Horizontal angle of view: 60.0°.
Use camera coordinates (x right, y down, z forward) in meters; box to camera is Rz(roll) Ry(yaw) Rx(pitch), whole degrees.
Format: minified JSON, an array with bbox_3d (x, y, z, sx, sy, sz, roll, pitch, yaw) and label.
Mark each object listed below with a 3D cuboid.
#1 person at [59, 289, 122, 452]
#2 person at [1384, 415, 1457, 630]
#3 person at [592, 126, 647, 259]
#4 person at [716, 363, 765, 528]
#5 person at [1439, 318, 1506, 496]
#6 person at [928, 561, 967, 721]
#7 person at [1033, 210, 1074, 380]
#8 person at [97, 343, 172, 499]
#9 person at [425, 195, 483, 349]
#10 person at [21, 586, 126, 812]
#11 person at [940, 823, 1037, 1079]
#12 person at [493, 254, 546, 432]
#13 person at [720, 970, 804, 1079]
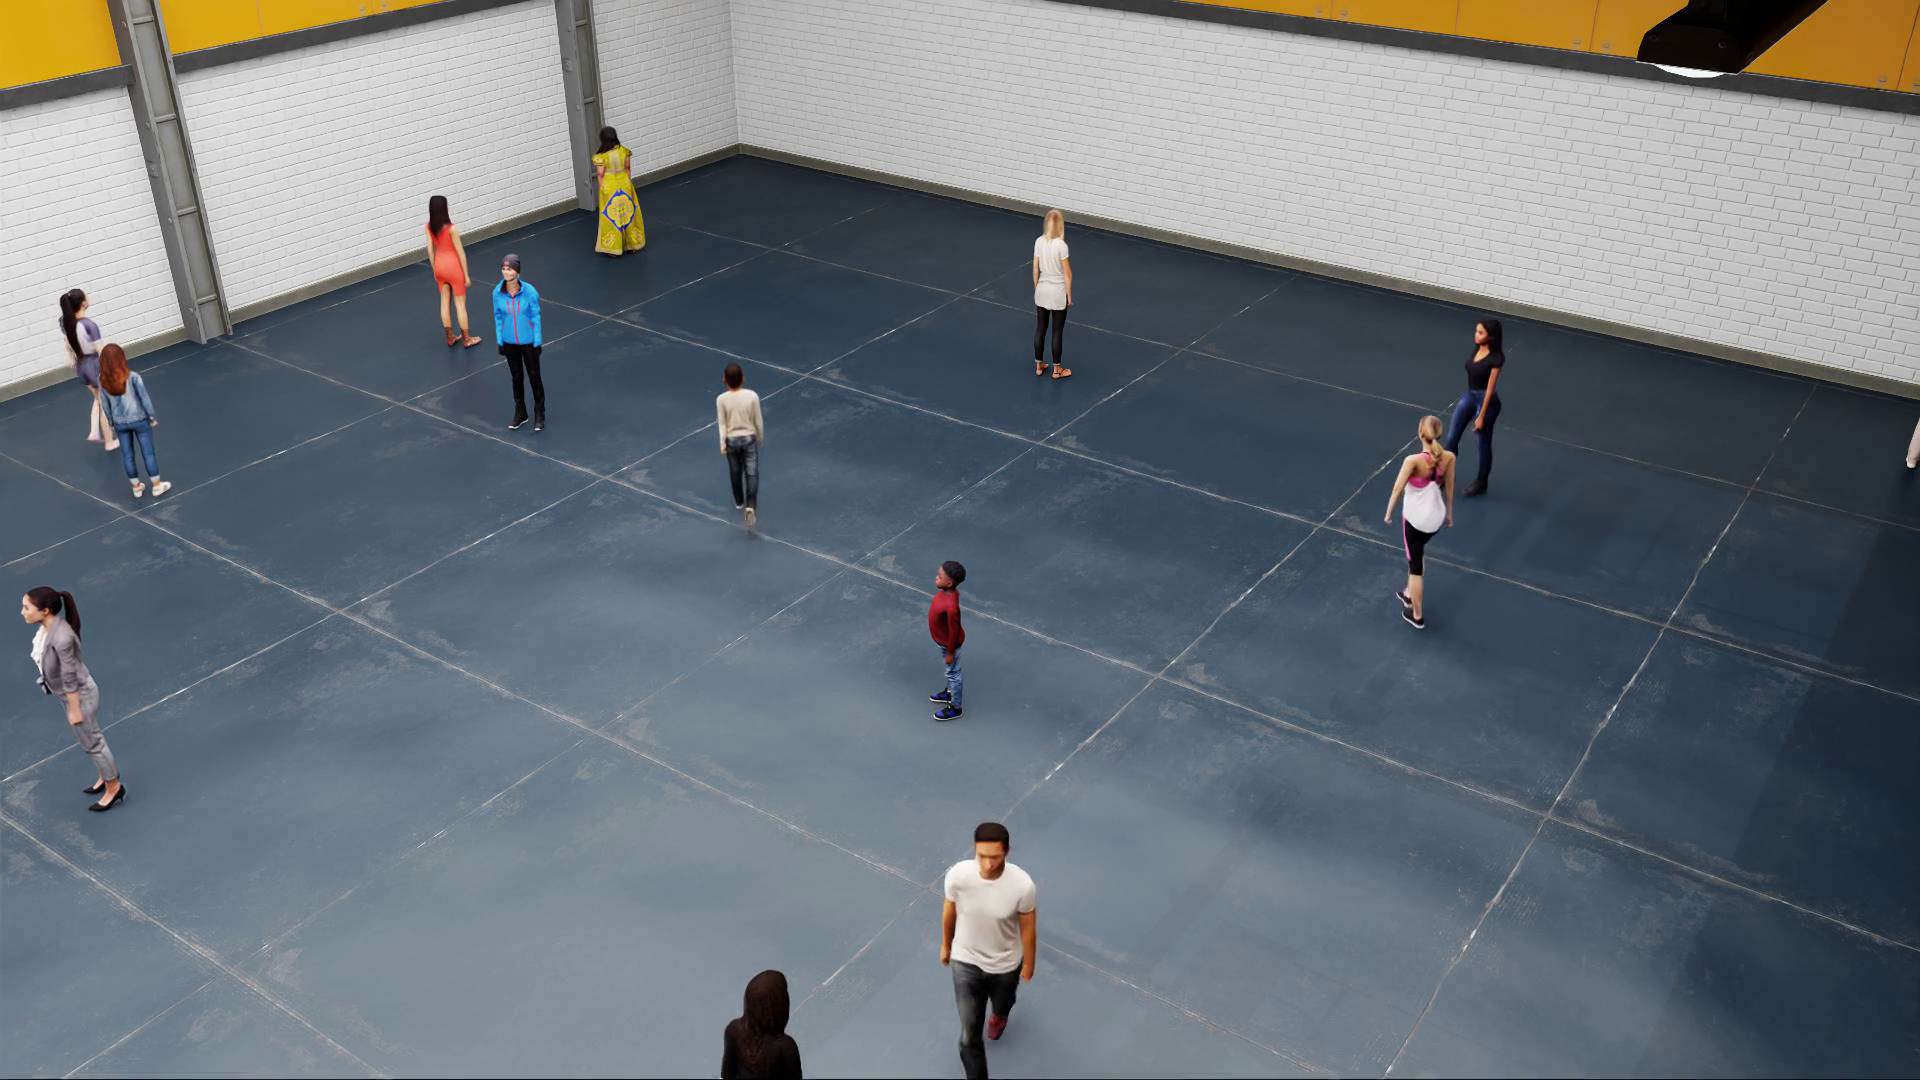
[{"bbox_3d":[-8.341,-1.588,15.870,0.657,1.639,0.632,12,31,22],"label":"person"},{"bbox_3d":[3.657,-0.100,13.004,0.854,1.772,0.912,-7,29,-13],"label":"person"},{"bbox_3d":[-4.359,-4.423,21.046,0.839,1.660,1.004,-21,35,-33],"label":"person"},{"bbox_3d":[-1.932,-0.821,14.675,0.940,1.437,1.018,-4,29,-7],"label":"person"},{"bbox_3d":[4.787,-1.195,15.064,0.929,1.720,0.821,-11,31,-20],"label":"person"},{"bbox_3d":[-0.071,0.706,12.065,0.646,1.256,0.578,-3,29,-5],"label":"person"},{"bbox_3d":[0.963,-2.584,17.499,0.593,1.827,0.517,18,33,29],"label":"person"},{"bbox_3d":[-7.550,-1.088,15.124,0.638,1.475,0.684,-3,29,-5],"label":"person"},{"bbox_3d":[-5.614,-2.952,18.288,0.636,1.718,0.606,9,30,16],"label":"person"},{"bbox_3d":[-5.850,1.037,11.020,0.667,1.675,0.672,-21,35,-33],"label":"person"},{"bbox_3d":[0.167,2.165,8.861,1.043,1.762,1.252,2,29,3],"label":"person"},{"bbox_3d":[-4.320,-1.944,16.359,0.690,1.795,0.676,4,29,7],"label":"person"},{"bbox_3d":[-0.982,2.779,7.883,0.689,1.621,0.730,14,32,24],"label":"person"}]
